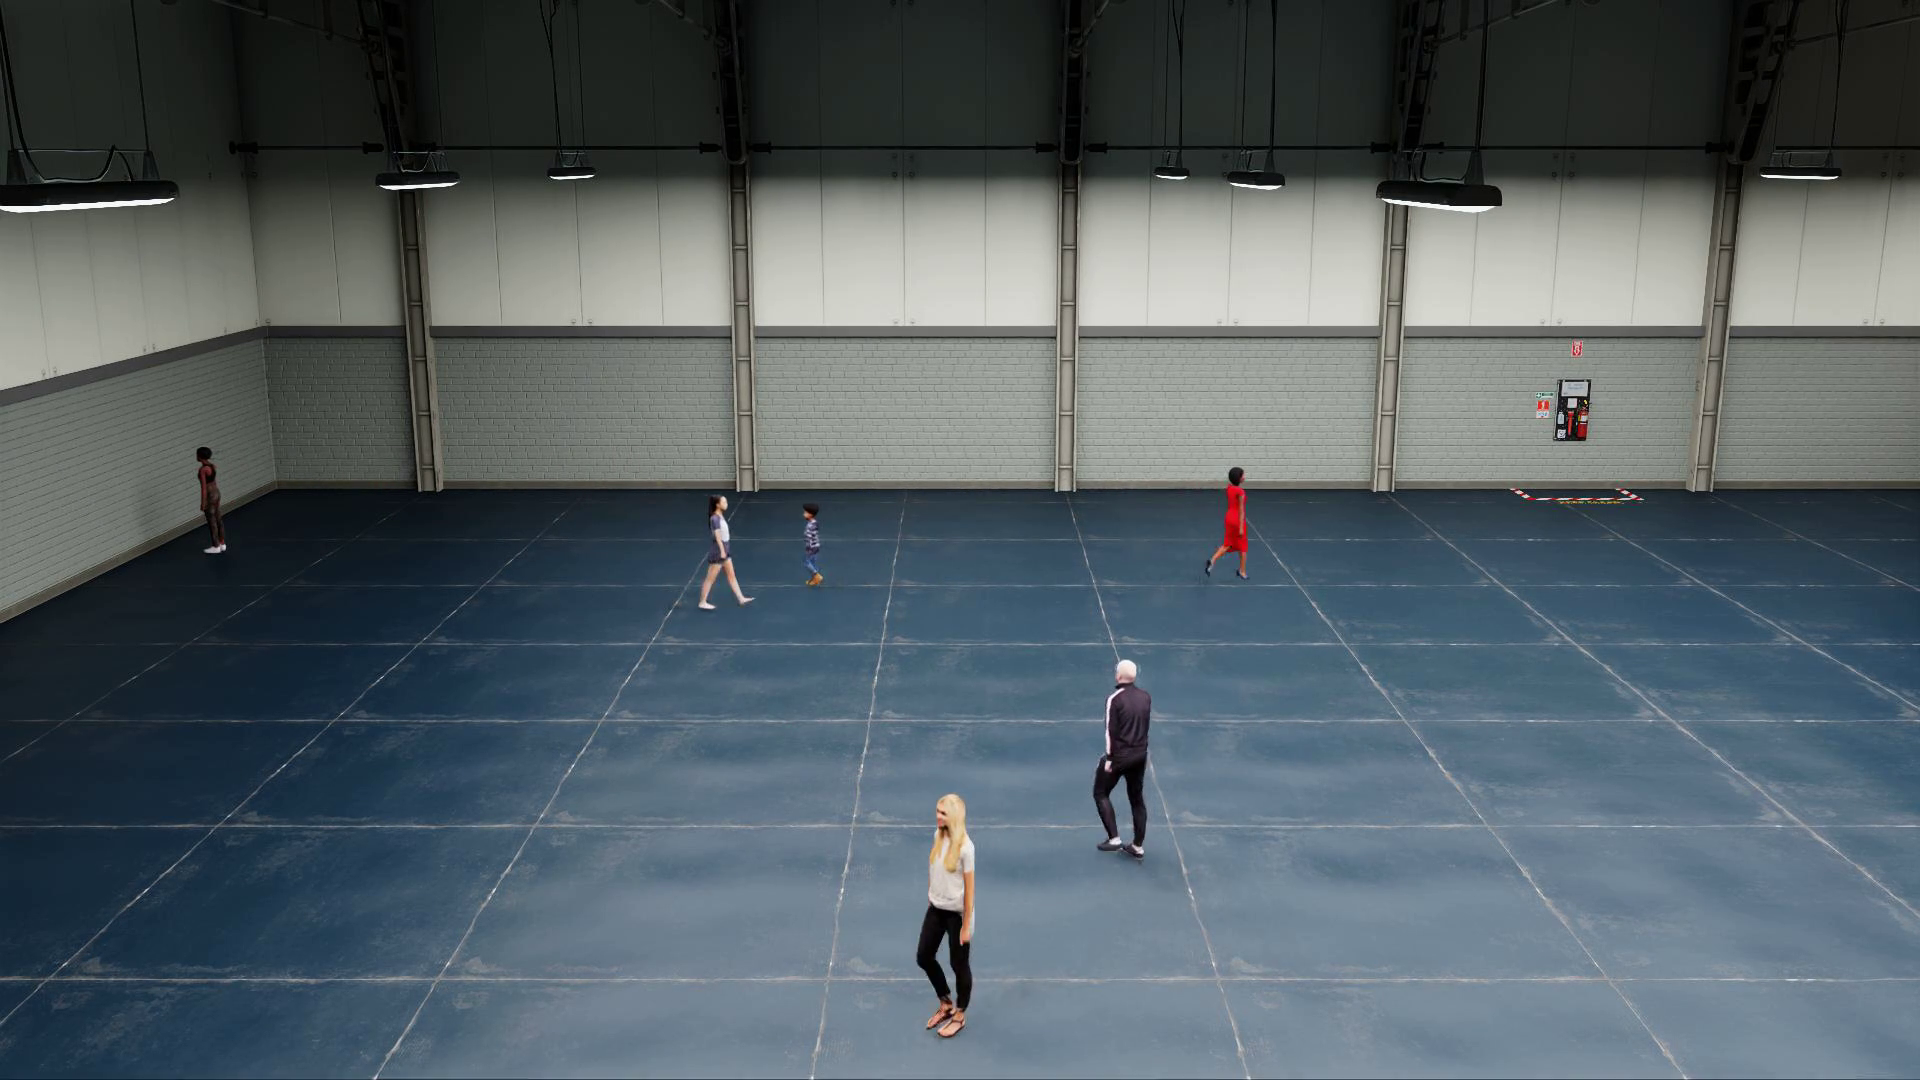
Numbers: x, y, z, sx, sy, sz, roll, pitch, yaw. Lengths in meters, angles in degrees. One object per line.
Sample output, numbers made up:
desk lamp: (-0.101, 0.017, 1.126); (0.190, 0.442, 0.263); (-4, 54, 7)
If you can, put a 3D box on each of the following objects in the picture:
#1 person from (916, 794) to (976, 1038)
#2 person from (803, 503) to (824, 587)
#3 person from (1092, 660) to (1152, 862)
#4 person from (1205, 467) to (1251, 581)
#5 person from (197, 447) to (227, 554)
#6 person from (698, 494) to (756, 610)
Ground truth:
person: (0.008, 2.650, 11.875); (0.792, 1.819, 0.735); (-12, 18, -42)
person: (-2.118, 0.073, 24.284); (0.547, 1.242, 0.528); (2, 13, 9)
person: (1.532, 1.985, 14.747); (0.806, 1.821, 0.892); (-9, 16, -33)
person: (3.964, -0.207, 24.441); (1.107, 1.717, 0.866); (-6, 14, -24)
person: (-11.893, -0.647, 26.380); (0.526, 1.700, 0.591); (1, 13, 4)
person: (-3.419, 0.193, 22.943); (1.019, 1.613, 0.662); (1, 13, 4)
